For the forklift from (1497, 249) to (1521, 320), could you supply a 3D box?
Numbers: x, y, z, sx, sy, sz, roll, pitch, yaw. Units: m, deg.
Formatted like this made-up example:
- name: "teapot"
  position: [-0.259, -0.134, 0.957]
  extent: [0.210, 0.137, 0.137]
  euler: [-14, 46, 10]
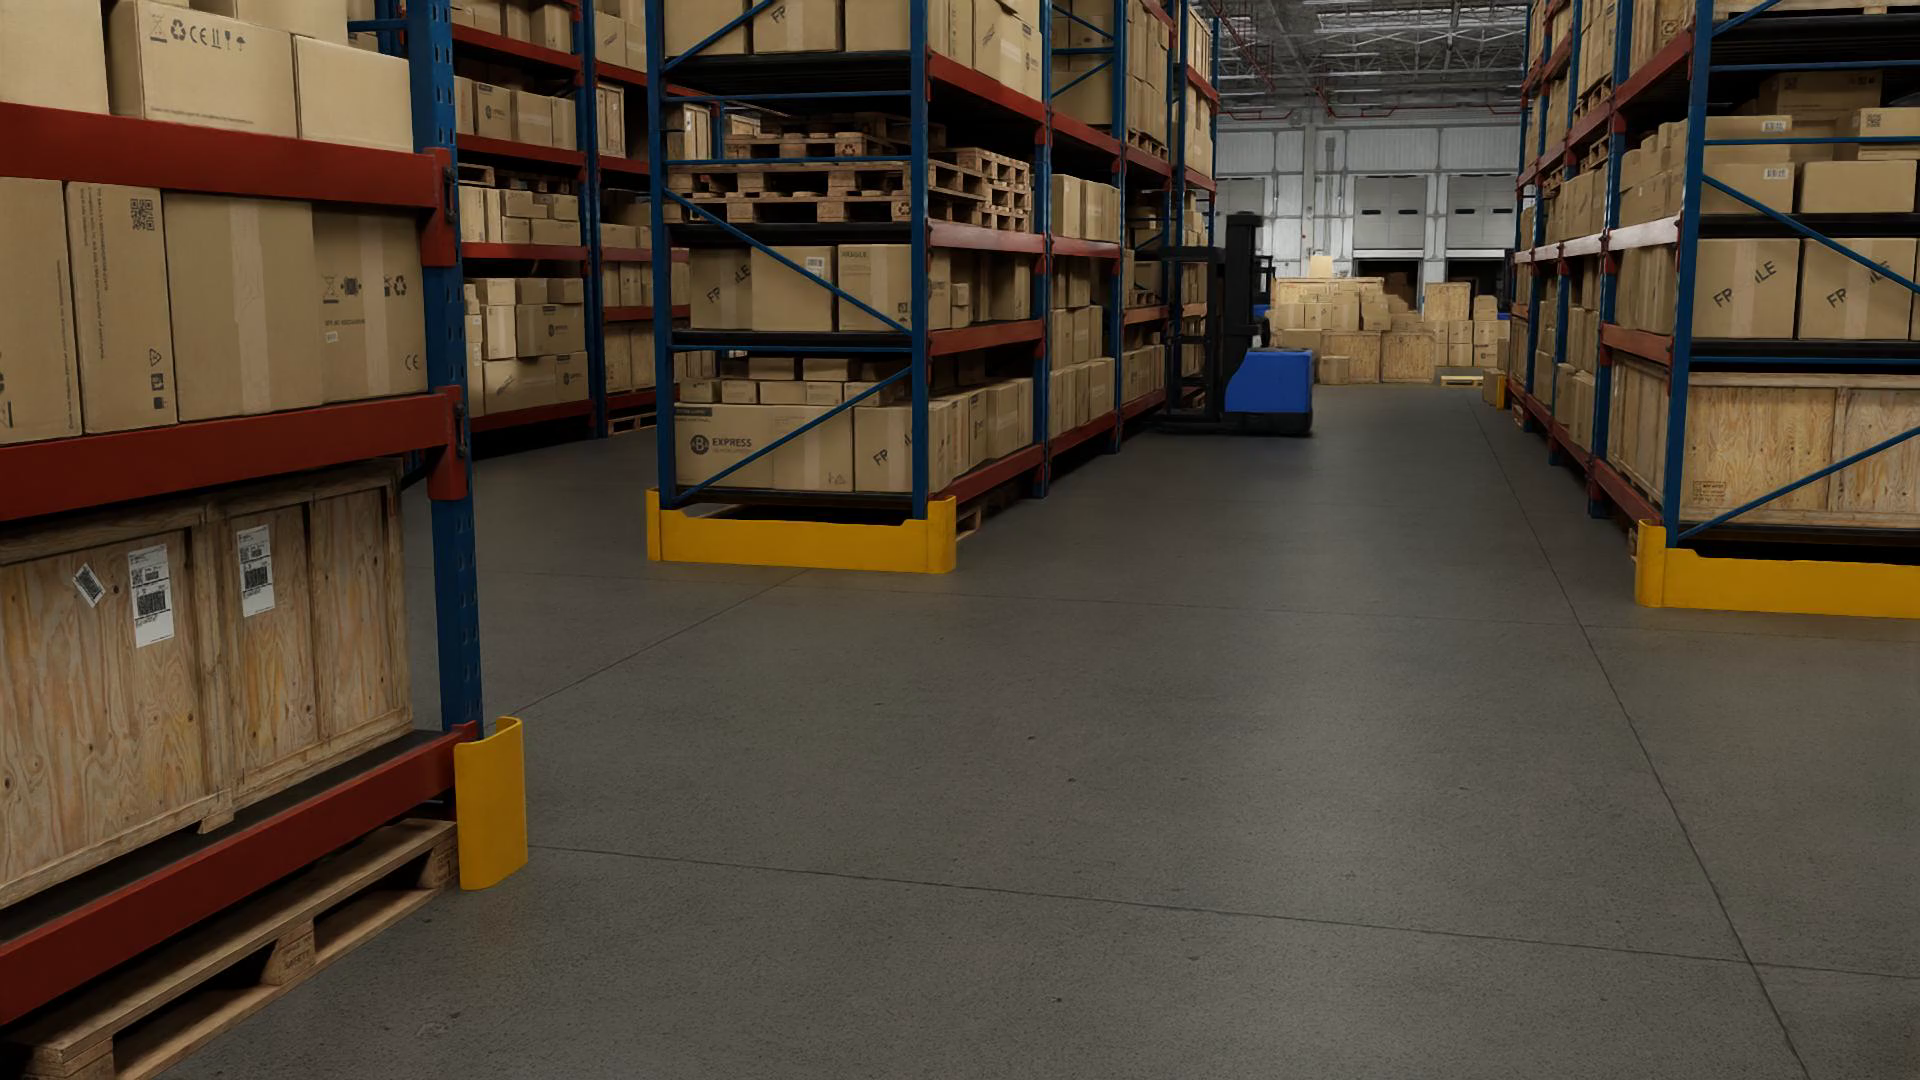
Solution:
- name: "forklift"
  position: [15.282, -6.531, 45.267]
  extent: [1.129, 2.768, 1.873]
  euler: [5, 10, 29]

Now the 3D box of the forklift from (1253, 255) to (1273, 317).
- name: "forklift"
  position: [10.551, -8.662, 58.805]
  extent: [1.129, 2.768, 1.873]
  euler: [2, 9, 15]

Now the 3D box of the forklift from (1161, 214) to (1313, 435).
- name: "forklift"
  position: [3.647, -2.812, 21.640]
  extent: [1.873, 2.768, 1.129]
  euler: [2, 9, 15]

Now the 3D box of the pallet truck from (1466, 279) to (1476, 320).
- name: "pallet truck"
  position: [18.896, -8.459, 60.307]
  extent: [1.885, 1.965, 0.823]
  euler: [5, 10, 31]
